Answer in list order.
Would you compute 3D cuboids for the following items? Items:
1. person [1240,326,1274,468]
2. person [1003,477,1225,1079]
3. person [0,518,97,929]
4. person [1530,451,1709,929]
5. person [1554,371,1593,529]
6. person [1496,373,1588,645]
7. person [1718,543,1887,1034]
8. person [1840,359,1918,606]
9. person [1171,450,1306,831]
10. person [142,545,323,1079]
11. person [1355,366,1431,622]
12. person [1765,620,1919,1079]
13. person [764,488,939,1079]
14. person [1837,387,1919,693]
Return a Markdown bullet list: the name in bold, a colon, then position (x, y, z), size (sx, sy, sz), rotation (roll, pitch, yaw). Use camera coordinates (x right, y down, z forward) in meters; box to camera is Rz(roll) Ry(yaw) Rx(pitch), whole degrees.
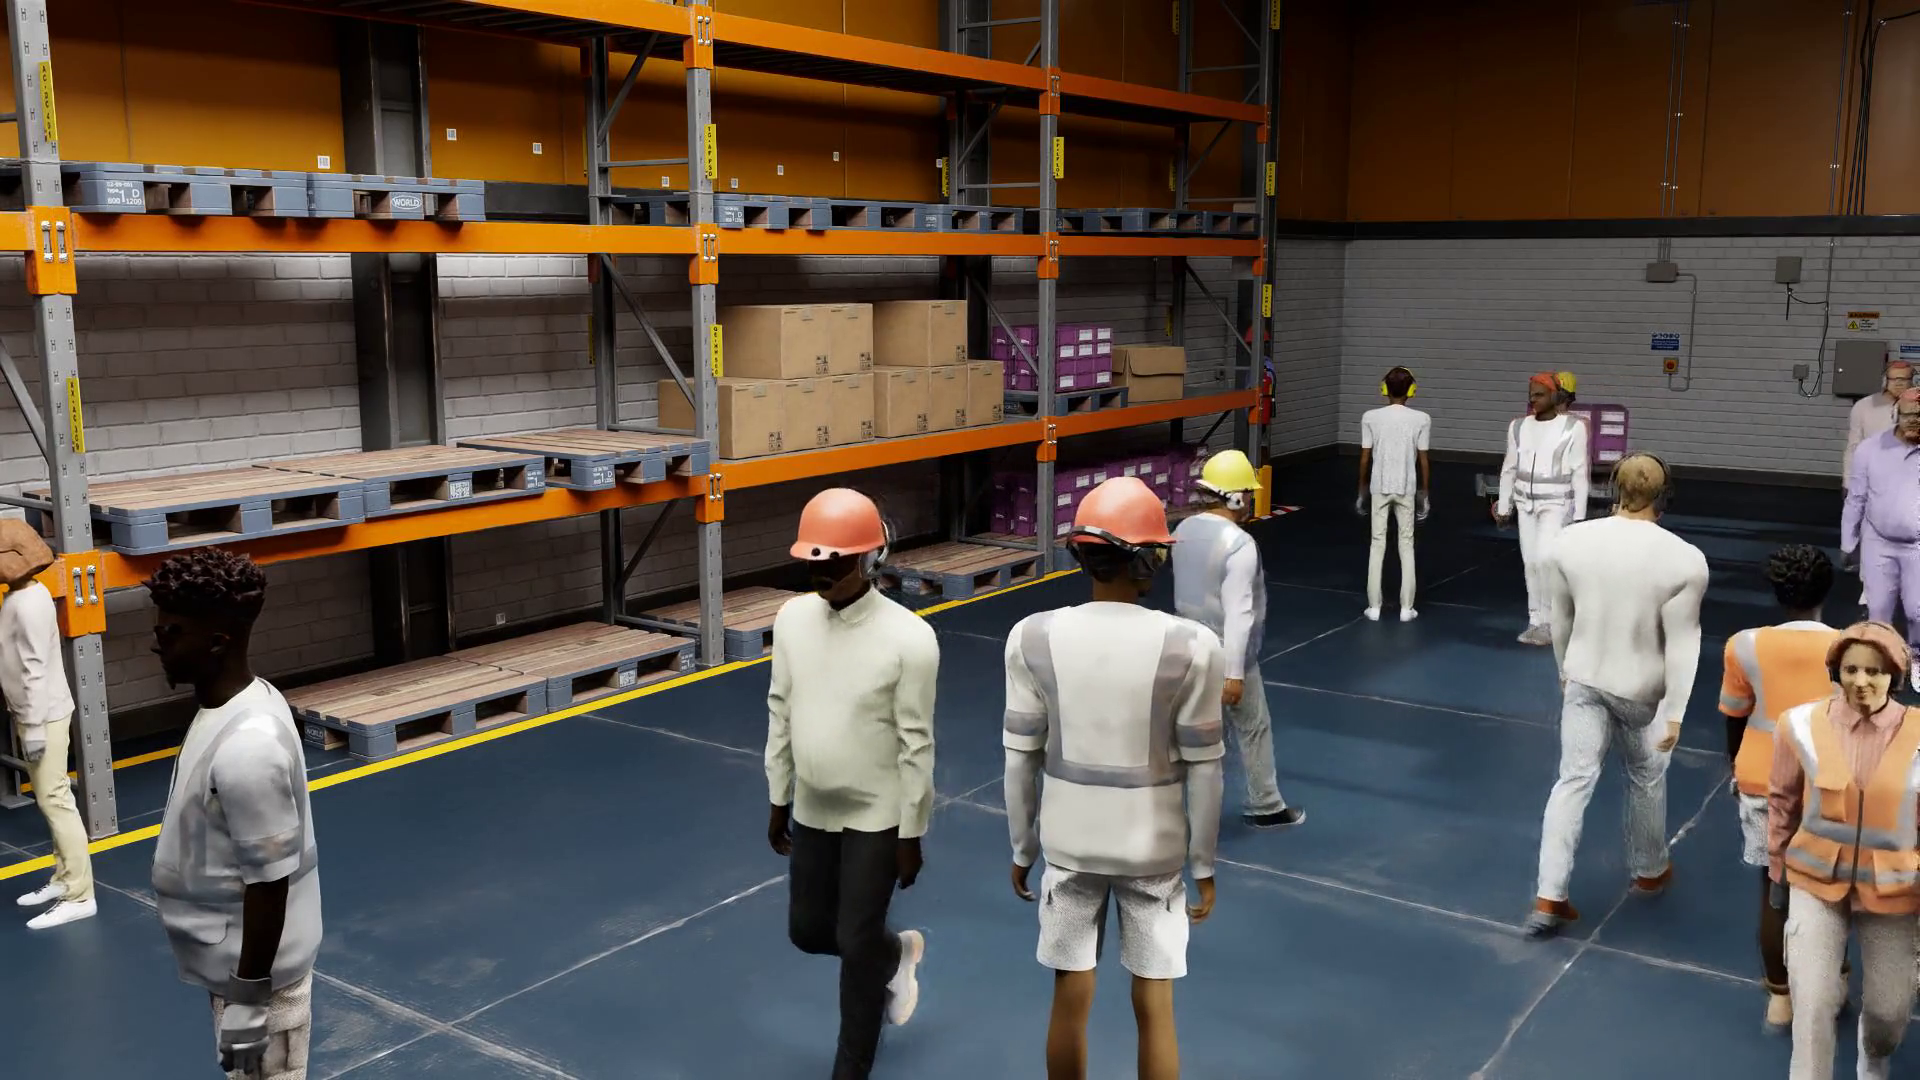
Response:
- **person**: position (3.185, -1.343, 17.945), size (0.369, 1.935, 0.552), rotation (-1, 10, -5)
- **person**: position (0.426, 0.842, 4.626), size (0.609, 2.040, 0.394), rotation (3, 10, 16)
- **person**: position (-3.681, 0.715, 6.621), size (0.286, 1.626, 0.493), rotation (-7, 12, -34)
- **person**: position (2.616, 0.584, 6.609), size (0.630, 1.897, 1.014), rotation (8, 12, 38)
- **person**: position (4.686, -0.434, 13.040), size (0.522, 1.769, 0.310), rotation (7, 12, 36)
- **person**: position (3.938, -0.202, 11.339), size (0.495, 1.867, 0.615), rotation (-8, 12, -38)
- **person**: position (2.938, 0.838, 5.752), size (0.587, 1.659, 0.613), rotation (7, 12, 36)
- **person**: position (7.078, -0.433, 12.668), size (0.656, 1.895, 0.463), rotation (7, 12, 34)
- **person**: position (1.148, 0.480, 7.530), size (0.918, 1.790, 0.611), rotation (-4, 11, -25)
- **person**: position (-1.732, 0.983, 4.008), size (0.368, 1.966, 0.603), rotation (-5, 11, -28)
- **person**: position (3.165, -0.333, 12.145), size (0.532, 1.865, 0.311), rotation (2, 10, 14)
- **person**: position (2.641, 1.010, 4.884), size (0.519, 1.615, 0.673), rotation (6, 11, 32)
- **person**: position (-0.284, 0.793, 5.133), size (0.619, 1.970, 0.722), rotation (6, 11, 33)
- **person**: position (5.613, 0.034, 9.898), size (0.676, 1.889, 0.427), rotation (8, 12, 38)
